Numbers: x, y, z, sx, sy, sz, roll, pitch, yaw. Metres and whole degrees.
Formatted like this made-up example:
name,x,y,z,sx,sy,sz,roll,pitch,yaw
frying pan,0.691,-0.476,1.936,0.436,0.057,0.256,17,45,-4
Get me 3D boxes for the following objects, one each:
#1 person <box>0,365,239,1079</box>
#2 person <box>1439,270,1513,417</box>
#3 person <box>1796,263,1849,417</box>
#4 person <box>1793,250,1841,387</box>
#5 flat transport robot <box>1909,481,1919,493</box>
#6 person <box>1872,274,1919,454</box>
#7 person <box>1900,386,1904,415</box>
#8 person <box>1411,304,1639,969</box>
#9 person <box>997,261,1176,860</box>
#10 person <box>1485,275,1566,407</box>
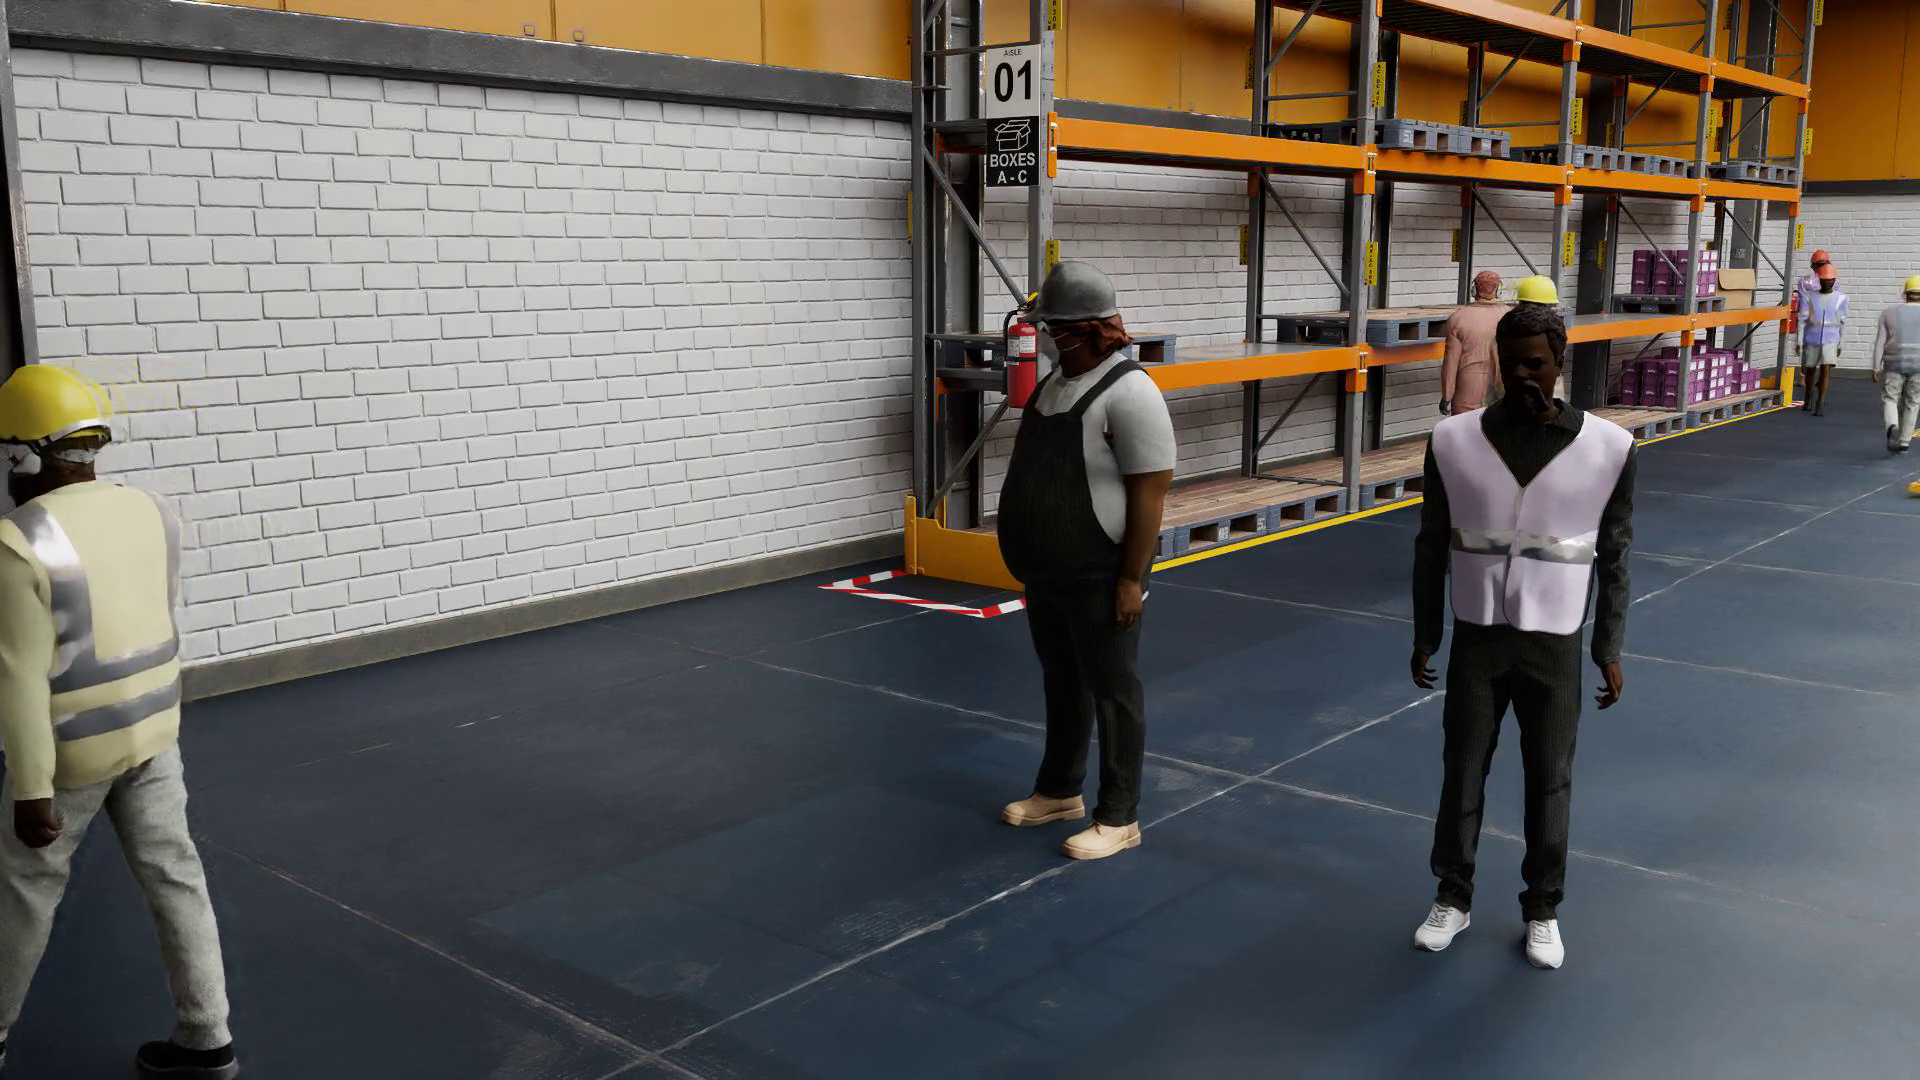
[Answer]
name,x,y,z,sx,sy,sz,roll,pitch,yaw
person,-2.229,0.471,4.101,0.897,1.789,0.619,3,10,18
person,4.061,-1.143,12.972,0.652,1.906,0.404,0,10,0
person,10.796,-2.519,20.848,0.545,1.902,0.969,5,11,27
person,12.775,-3.299,24.847,0.607,2.048,0.369,1,10,4
flat transport robot,8.688,-0.524,14.102,1.431,0.197,0.652,-8,13,-39
person,9.465,-1.740,16.618,0.607,1.818,0.611,5,11,26
person,11.952,-2.399,20.830,0.528,1.655,0.864,3,10,18
person,1.624,0.277,4.853,0.600,1.917,0.376,4,11,23
person,0.390,0.065,5.713,0.536,2.000,0.684,-5,11,-27
person,3.554,-0.727,10.606,0.704,1.908,0.591,-5,11,-26
